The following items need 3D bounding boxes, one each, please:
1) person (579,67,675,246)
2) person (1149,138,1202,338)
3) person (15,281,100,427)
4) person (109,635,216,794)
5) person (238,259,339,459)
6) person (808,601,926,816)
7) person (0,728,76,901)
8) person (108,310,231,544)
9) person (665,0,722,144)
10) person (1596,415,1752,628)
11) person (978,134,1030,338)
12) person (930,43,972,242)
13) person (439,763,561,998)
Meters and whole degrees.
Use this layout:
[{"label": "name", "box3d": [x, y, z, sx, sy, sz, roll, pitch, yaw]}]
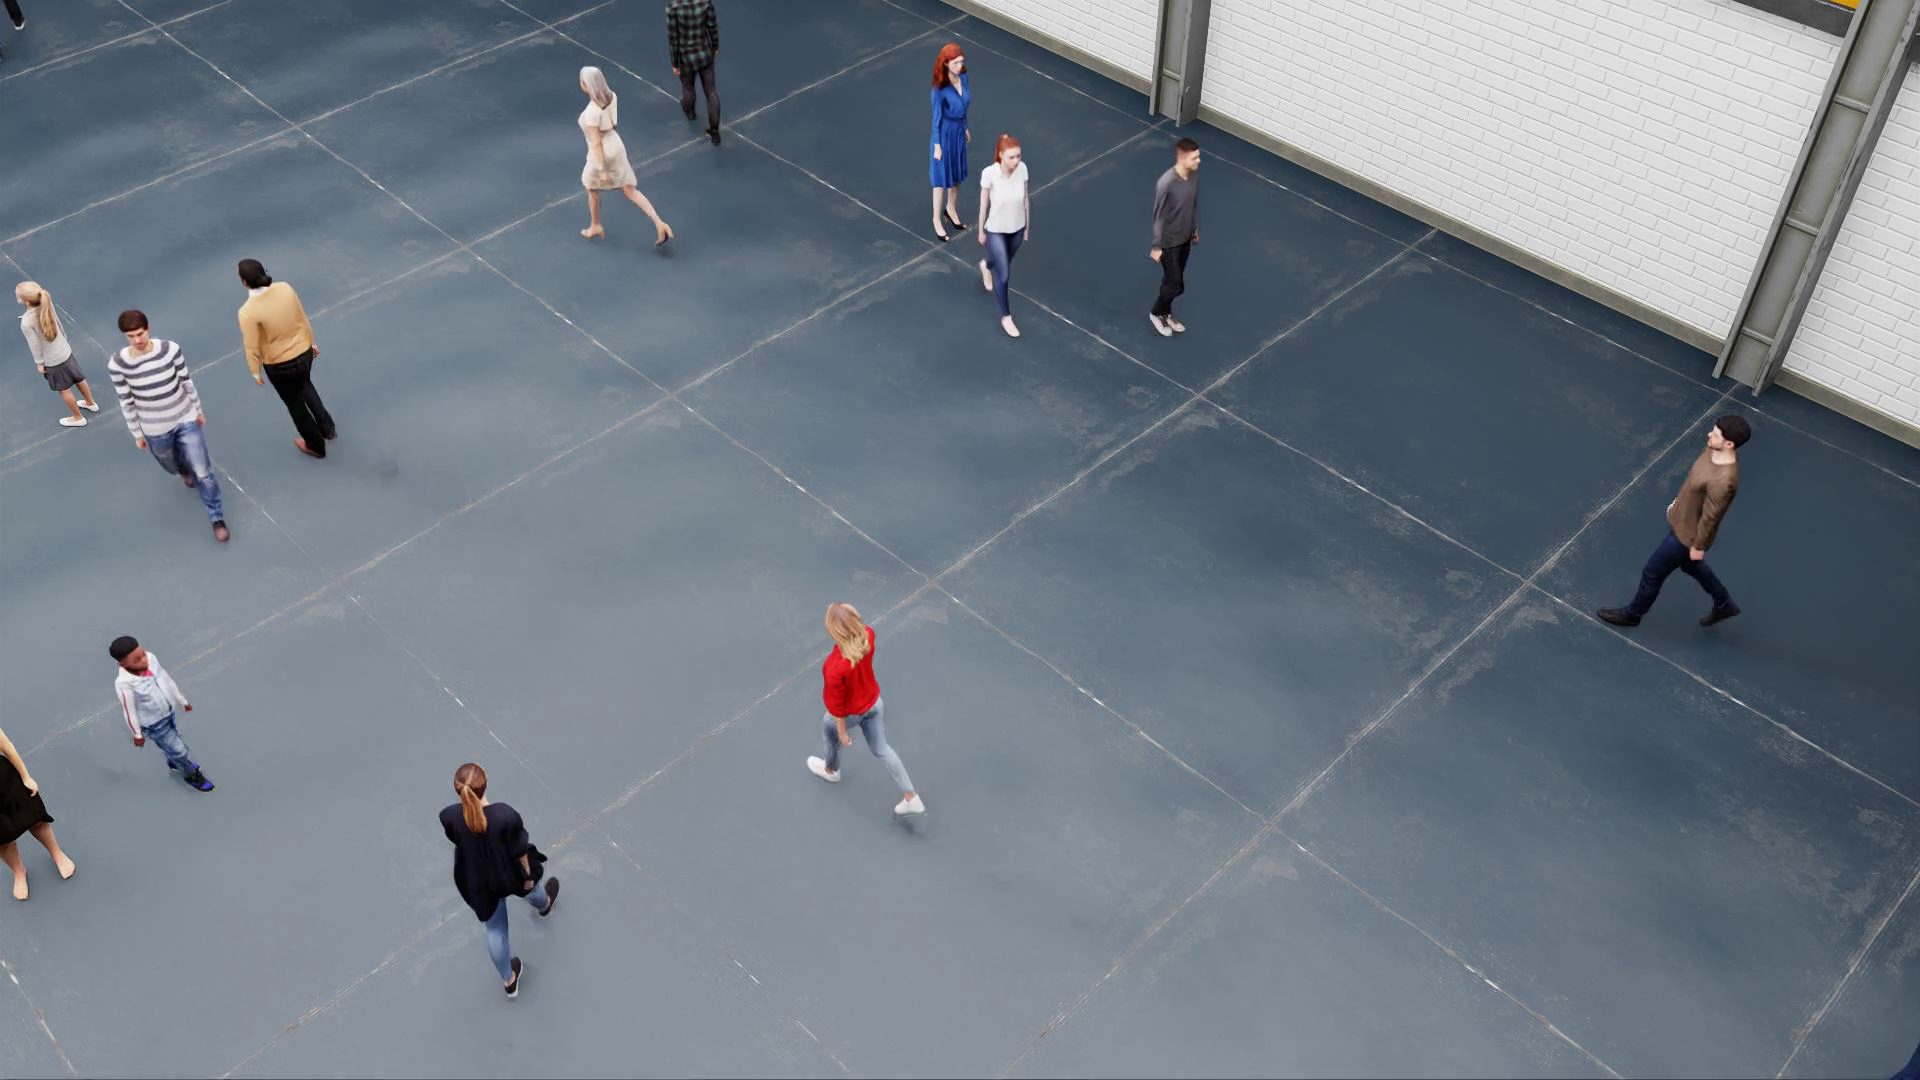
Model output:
[{"label": "person", "box3d": [-2.938, -3.243, 14.318, 1.239, 1.699, 0.952, 14, 45, 15]}, {"label": "person", "box3d": [1.678, -2.470, 13.466, 0.598, 1.756, 0.650, 31, 52, 28]}, {"label": "person", "box3d": [-6.942, -1.439, 12.733, 0.642, 1.274, 0.596, 9, 44, 9]}, {"label": "person", "box3d": [-4.964, 1.034, 10.156, 0.728, 1.247, 0.653, 9, 44, 9]}, {"label": "person", "box3d": [-4.903, -1.306, 12.251, 0.698, 1.747, 0.736, 23, 48, 22]}, {"label": "person", "box3d": [-0.554, 1.029, 9.853, 1.162, 1.673, 0.741, 27, 50, 25]}, {"label": "person", "box3d": [-5.509, 1.416, 9.482, 0.611, 1.624, 0.610, -26, 49, -25]}, {"label": "person", "box3d": [-5.608, -0.882, 11.751, 0.905, 1.823, 1.213, -19, 47, -19]}, {"label": "person", "box3d": [-2.468, -4.565, 15.738, 0.959, 1.686, 1.138, -16, 46, -16]}, {"label": "person", "box3d": [4.880, -0.075, 10.876, 1.217, 1.860, 0.975, 13, 45, 13]}, {"label": "person", "box3d": [0.318, -2.576, 13.611, 0.838, 1.708, 1.173, -18, 47, -18]}, {"label": "person", "box3d": [-0.084, -3.468, 14.461, 0.594, 1.827, 0.634, 29, 51, 27]}, {"label": "person", "box3d": [-2.519, 1.879, 8.979, 1.009, 1.648, 1.058, 1, 44, 1]}]
